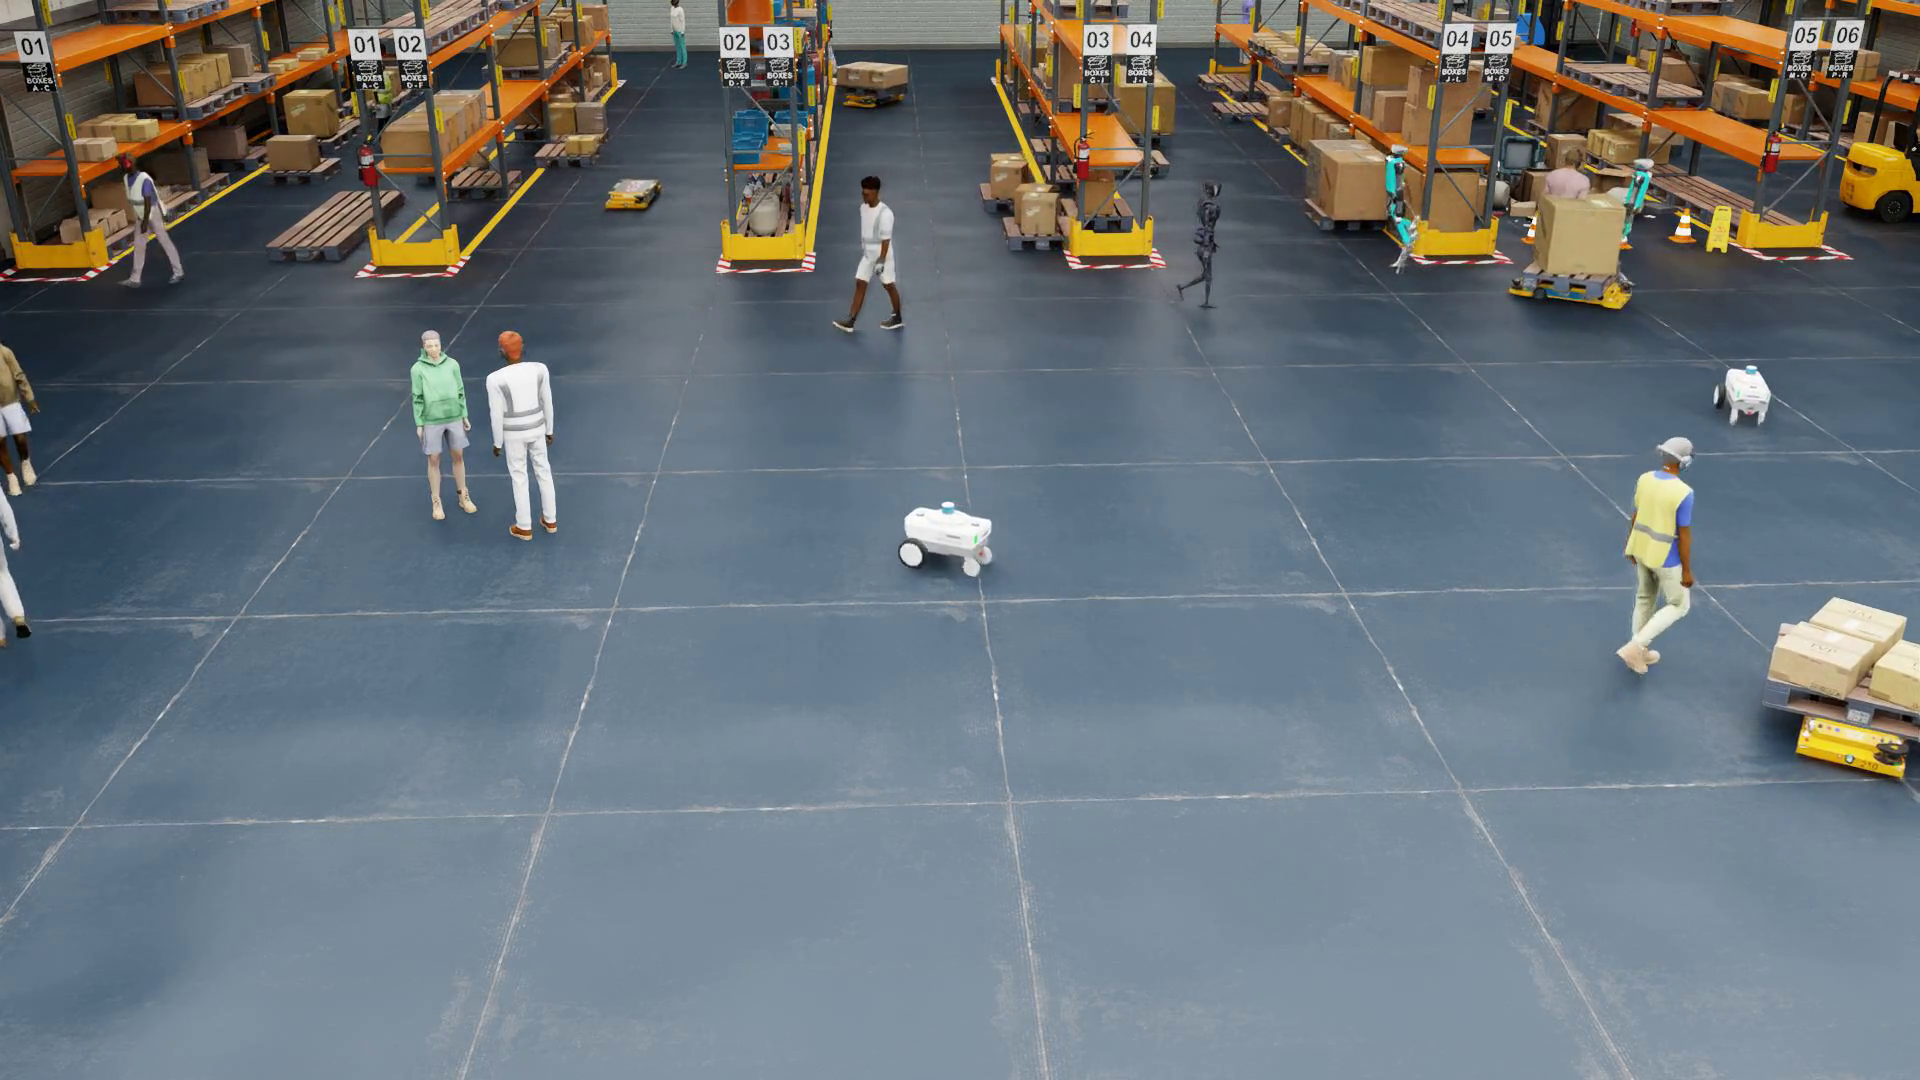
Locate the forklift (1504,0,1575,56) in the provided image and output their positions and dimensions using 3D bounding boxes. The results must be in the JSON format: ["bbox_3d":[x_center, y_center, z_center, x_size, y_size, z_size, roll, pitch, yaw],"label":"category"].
[{"bbox_3d":[14.700,-13.805,42.301,1.873,2.768,1.129,-1,24,-2],"label":"forklift"}]

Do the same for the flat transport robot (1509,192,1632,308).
[{"bbox_3d":[8.032,-3.300,21.887,1.431,0.231,0.659,14,27,28],"label":"flat transport robot"}]

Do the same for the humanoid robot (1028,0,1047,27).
[{"bbox_3d":[1.842,-12.800,41.466,0.540,1.797,0.732,12,27,26],"label":"humanoid robot"}]

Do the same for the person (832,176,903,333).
[{"bbox_3d":[-1.095,-3.447,20.187,0.982,1.911,0.630,-18,30,-35],"label":"person"}]

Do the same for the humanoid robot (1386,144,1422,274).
[{"bbox_3d":[6.151,-4.511,22.876,0.729,1.848,0.538,-1,24,-2],"label":"humanoid robot"}]

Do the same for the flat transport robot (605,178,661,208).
[{"bbox_3d":[-5.339,-5.675,27.225,0.659,0.231,1.431,0,24,1],"label":"flat transport robot"}]

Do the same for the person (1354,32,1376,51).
[{"bbox_3d":[8.938,-10.848,36.949,0.545,1.821,0.936,2,24,4],"label":"person"}]

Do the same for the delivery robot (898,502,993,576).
[{"bbox_3d":[-0.106,-0.043,14.187,0.747,0.570,0.499,10,26,22],"label":"delivery robot"}]

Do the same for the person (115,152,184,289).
[{"bbox_3d":[-10.876,-4.240,22.116,0.598,1.781,0.930,12,27,26],"label":"person"}]

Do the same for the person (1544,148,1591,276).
[{"bbox_3d":[7.895,-4.155,21.800,0.409,1.928,0.645,-17,29,-33],"label":"person"}]

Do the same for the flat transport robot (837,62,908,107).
[{"bbox_3d":[-1.858,-9.538,35.905,0.659,0.231,1.431,14,27,28],"label":"flat transport robot"}]

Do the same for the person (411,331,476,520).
[{"bbox_3d":[-4.685,-1.055,15.031,0.481,1.742,0.341,-14,28,-29],"label":"person"}]

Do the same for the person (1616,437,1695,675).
[{"bbox_3d":[5.132,0.137,12.179,0.479,1.877,0.567,-10,26,-21],"label":"person"}]

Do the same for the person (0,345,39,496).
[{"bbox_3d":[-8.914,-1.242,15.443,0.607,1.741,0.429,-12,27,-26],"label":"person"}]

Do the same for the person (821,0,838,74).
[{"bbox_3d":[-3.172,-11.894,39.293,0.940,1.820,0.537,4,24,9],"label":"person"}]

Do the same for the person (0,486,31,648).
[{"bbox_3d":[-7.458,-0.036,12.585,0.549,1.874,0.470,-20,31,-38],"label":"person"}]

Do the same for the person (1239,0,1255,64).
[{"bbox_3d":[7.117,-12.730,41.198,0.398,1.797,0.588,-5,24,-10],"label":"person"}]

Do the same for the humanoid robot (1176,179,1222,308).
[{"bbox_3d":[3.083,-3.801,21.284,0.553,1.641,0.610,6,25,14],"label":"humanoid robot"}]

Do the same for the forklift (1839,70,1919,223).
[{"bbox_3d":[15.132,-6.143,25.915,2.313,2.155,1.214,-1,24,-2],"label":"forklift"}]

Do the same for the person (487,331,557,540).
[{"bbox_3d":[-3.820,-0.920,14.552,0.572,1.887,0.356,-18,30,-35],"label":"person"}]

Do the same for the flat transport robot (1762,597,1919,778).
[{"bbox_3d":[6.369,1.205,11.764,0.659,0.231,1.431,13,27,27],"label":"flat transport robot"}]

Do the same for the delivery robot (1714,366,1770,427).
[{"bbox_3d":[8.318,-1.554,17.590,0.499,0.576,0.757,6,25,14],"label":"delivery robot"}]

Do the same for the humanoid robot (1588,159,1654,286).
[{"bbox_3d":[8.674,-4.217,22.172,0.879,1.761,0.543,13,27,27],"label":"humanoid robot"}]

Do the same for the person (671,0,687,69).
[{"bbox_3d":[-6.866,-12.377,40.440,0.324,1.769,0.523,-18,30,-35],"label":"person"}]

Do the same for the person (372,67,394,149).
[{"bbox_3d":[-10.766,-8.174,31.082,0.318,1.695,0.538,6,25,13],"label":"person"}]
